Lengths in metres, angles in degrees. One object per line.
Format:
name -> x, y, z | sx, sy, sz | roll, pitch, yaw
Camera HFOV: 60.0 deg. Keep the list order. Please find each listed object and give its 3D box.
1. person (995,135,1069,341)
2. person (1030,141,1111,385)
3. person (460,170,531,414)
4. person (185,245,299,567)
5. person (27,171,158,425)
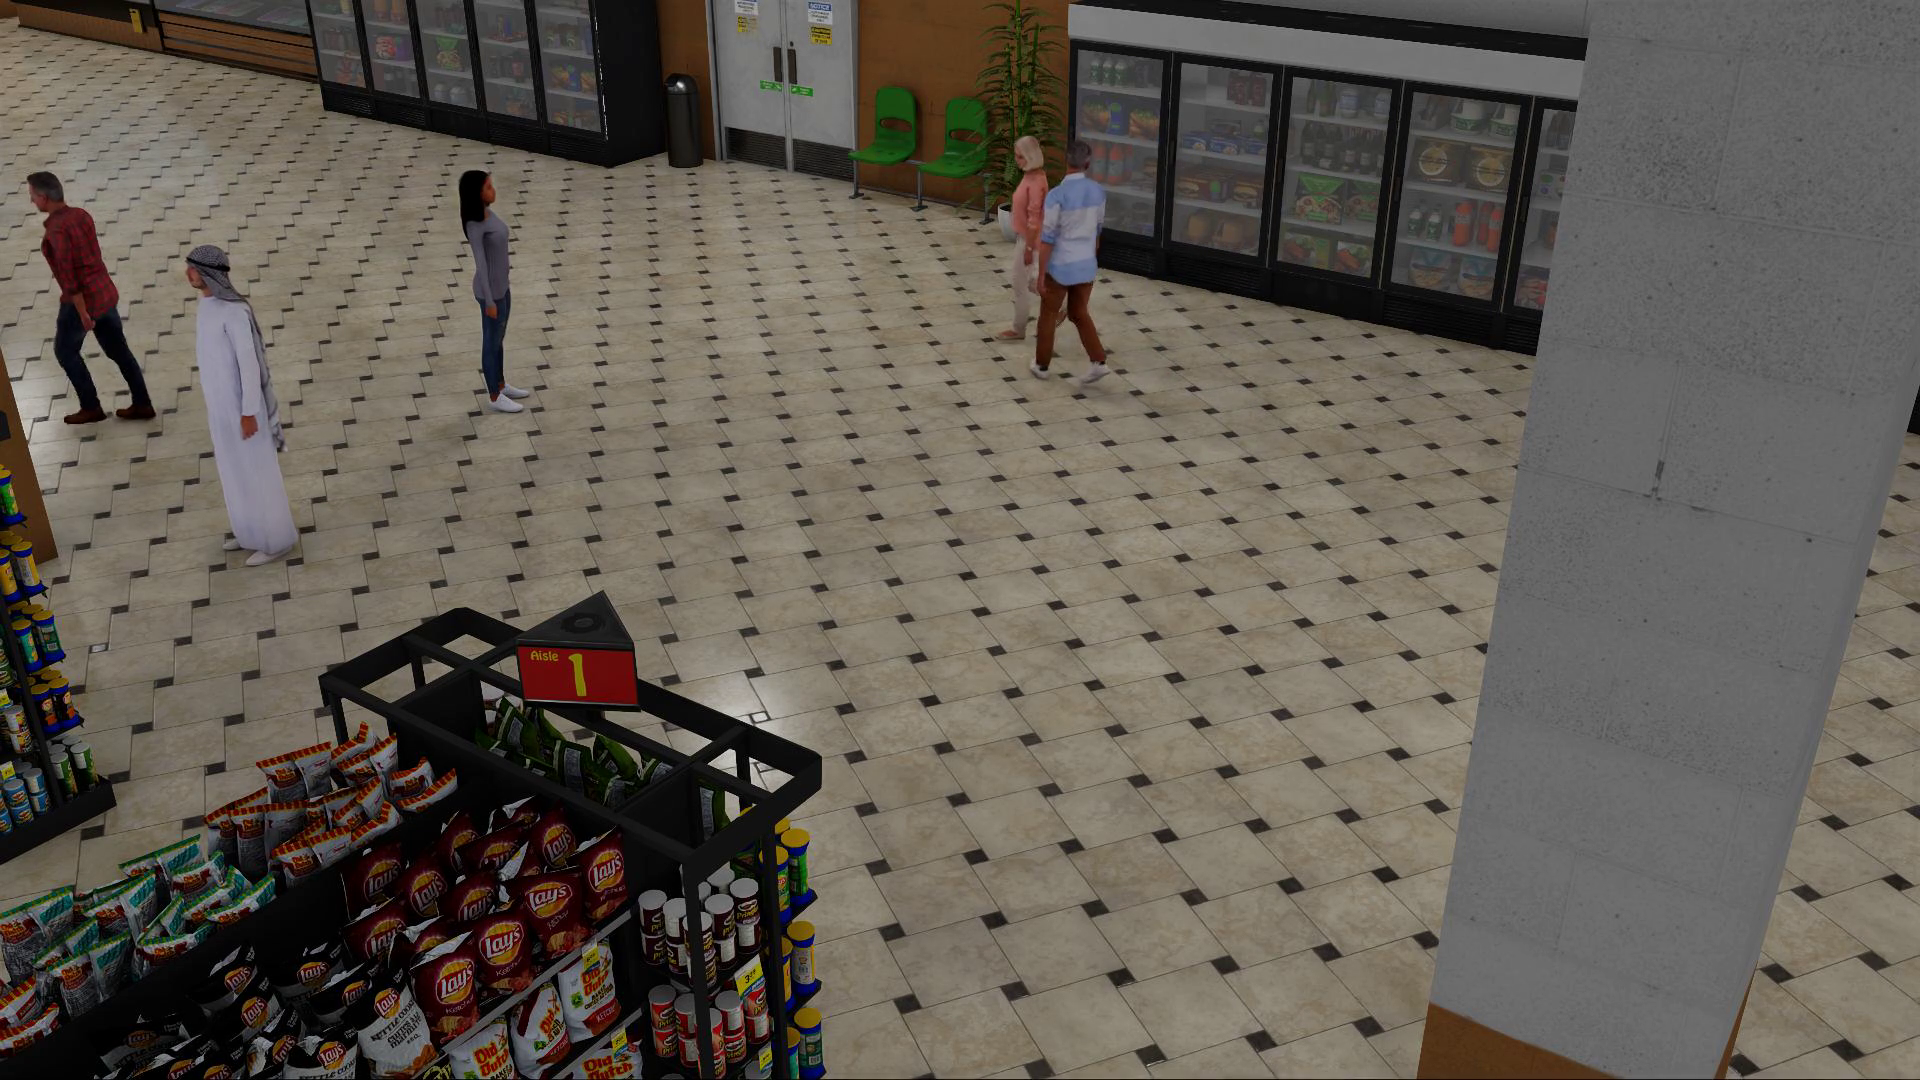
person -> 0.639, -2.349, 13.089 | 0.997, 1.687, 0.949 | -2, 27, -4
person -> 0.872, -1.995, 12.285 | 1.058, 1.784, 1.040 | -17, 32, -31
person -> -3.372, -1.789, 11.931 | 0.748, 1.736, 0.660 | -1, 27, -2
person -> -4.246, -0.801, 9.772 | 0.718, 1.927, 0.686 | 24, 35, 39
person -> -5.985, -1.669, 11.624 | 0.957, 1.801, 0.908 | 2, 27, 5
